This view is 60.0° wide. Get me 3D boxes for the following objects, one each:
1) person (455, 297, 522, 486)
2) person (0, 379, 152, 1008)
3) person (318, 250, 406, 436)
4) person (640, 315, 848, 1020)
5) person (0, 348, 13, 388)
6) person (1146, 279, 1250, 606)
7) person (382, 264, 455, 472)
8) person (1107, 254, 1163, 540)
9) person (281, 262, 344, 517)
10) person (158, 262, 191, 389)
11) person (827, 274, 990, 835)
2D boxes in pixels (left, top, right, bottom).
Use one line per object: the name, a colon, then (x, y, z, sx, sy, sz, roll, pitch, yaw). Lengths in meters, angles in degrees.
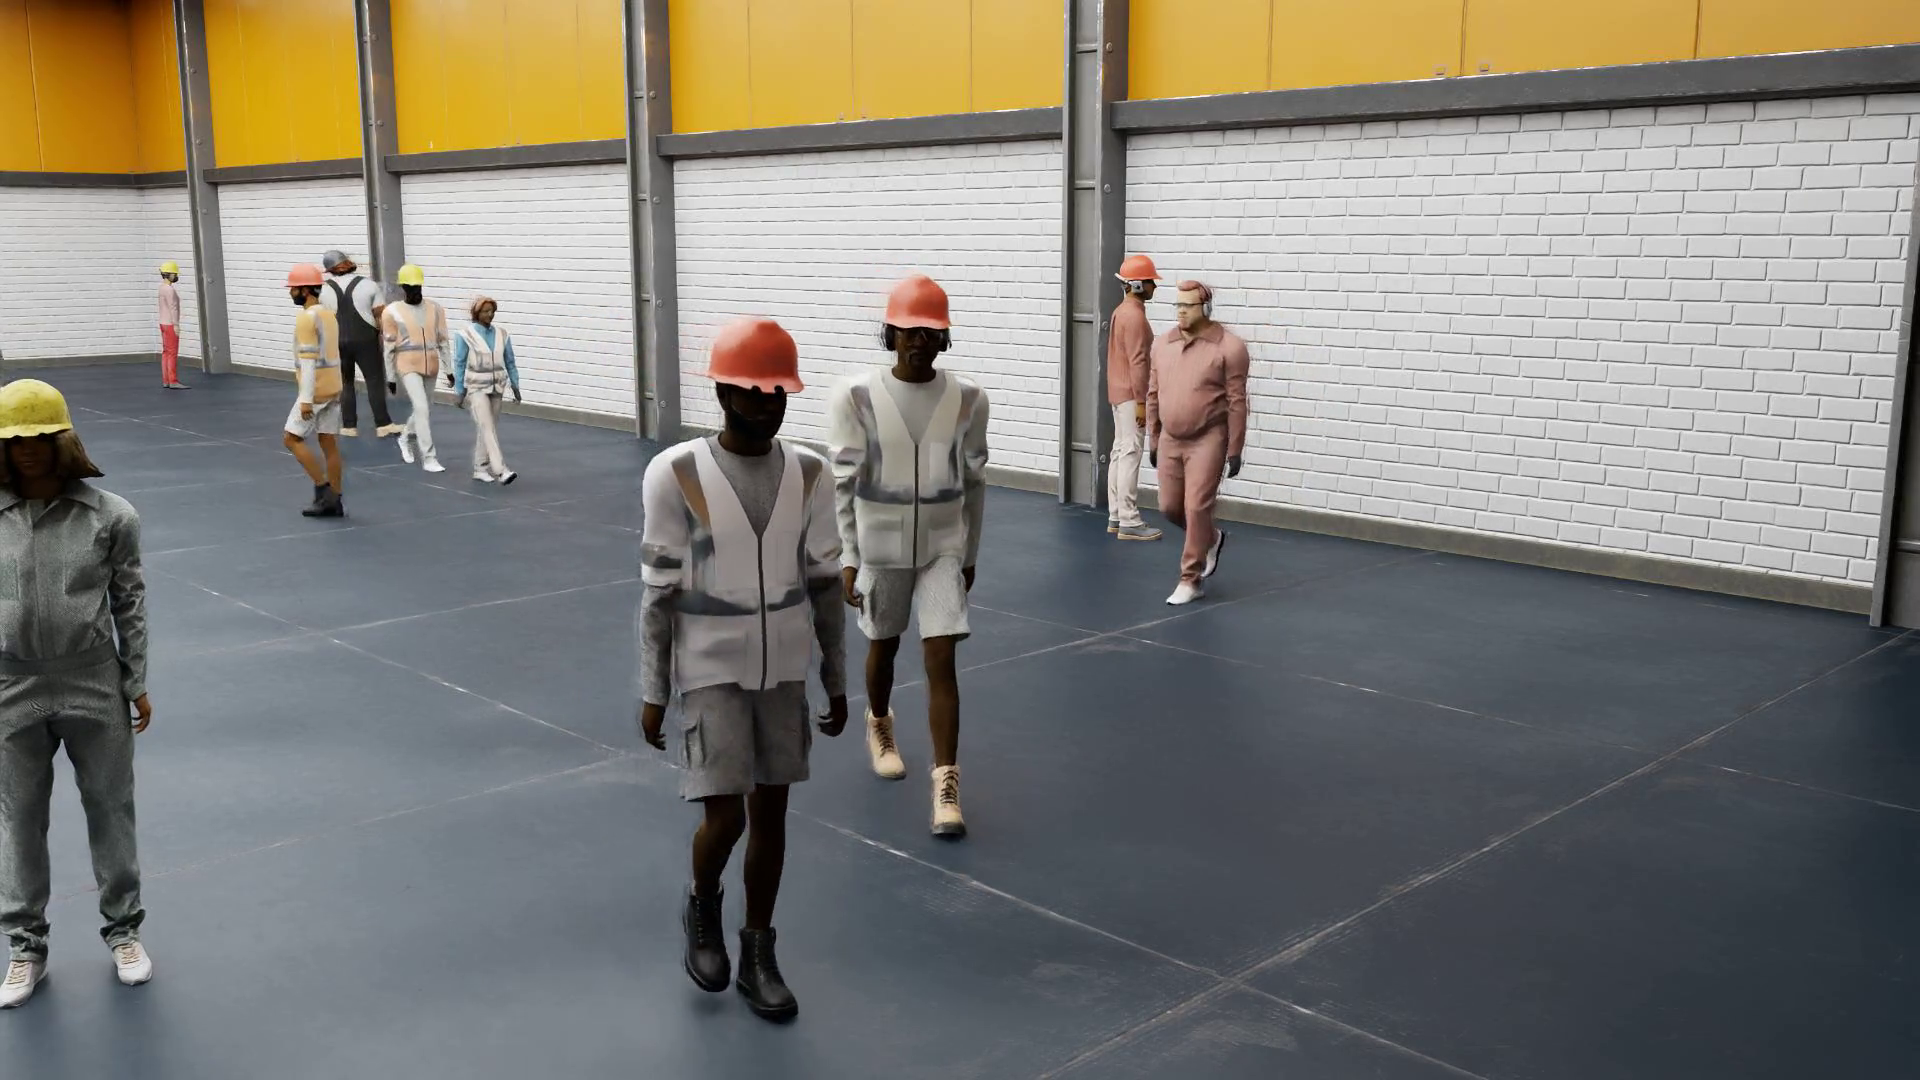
person: (-3.969, -1.255, 14.165, 0.822, 1.595, 0.541, 9, 14, 40)
person: (-2.522, 0.423, 4.648, 0.483, 1.745, 0.301, -5, 11, -24)
person: (-6.405, -2.128, 17.751, 0.844, 2.000, 0.559, -2, 11, -10)
person: (-0.564, 0.361, 4.490, 0.582, 1.921, 0.404, -6, 12, -30)
person: (-13.371, -2.934, 22.589, 0.971, 1.885, 0.602, -8, 13, -36)
person: (1.408, -0.588, 9.795, 0.648, 1.886, 0.715, 8, 13, 38)
person: (-5.007, -1.588, 15.247, 0.938, 1.887, 0.583, 9, 14, 41)
person: (1.228, -1.005, 11.745, 0.378, 1.996, 0.611, -1, 10, -6)
person: (-4.877, -1.113, 12.519, 0.427, 1.925, 0.567, 0, 10, 3)
person: (-10.961, -2.979, 23.143, 0.328, 1.765, 0.528, -9, 13, -39)
person: (-0.193, 0.018, 6.198, 0.616, 2.001, 1.034, -2, 11, -10)
